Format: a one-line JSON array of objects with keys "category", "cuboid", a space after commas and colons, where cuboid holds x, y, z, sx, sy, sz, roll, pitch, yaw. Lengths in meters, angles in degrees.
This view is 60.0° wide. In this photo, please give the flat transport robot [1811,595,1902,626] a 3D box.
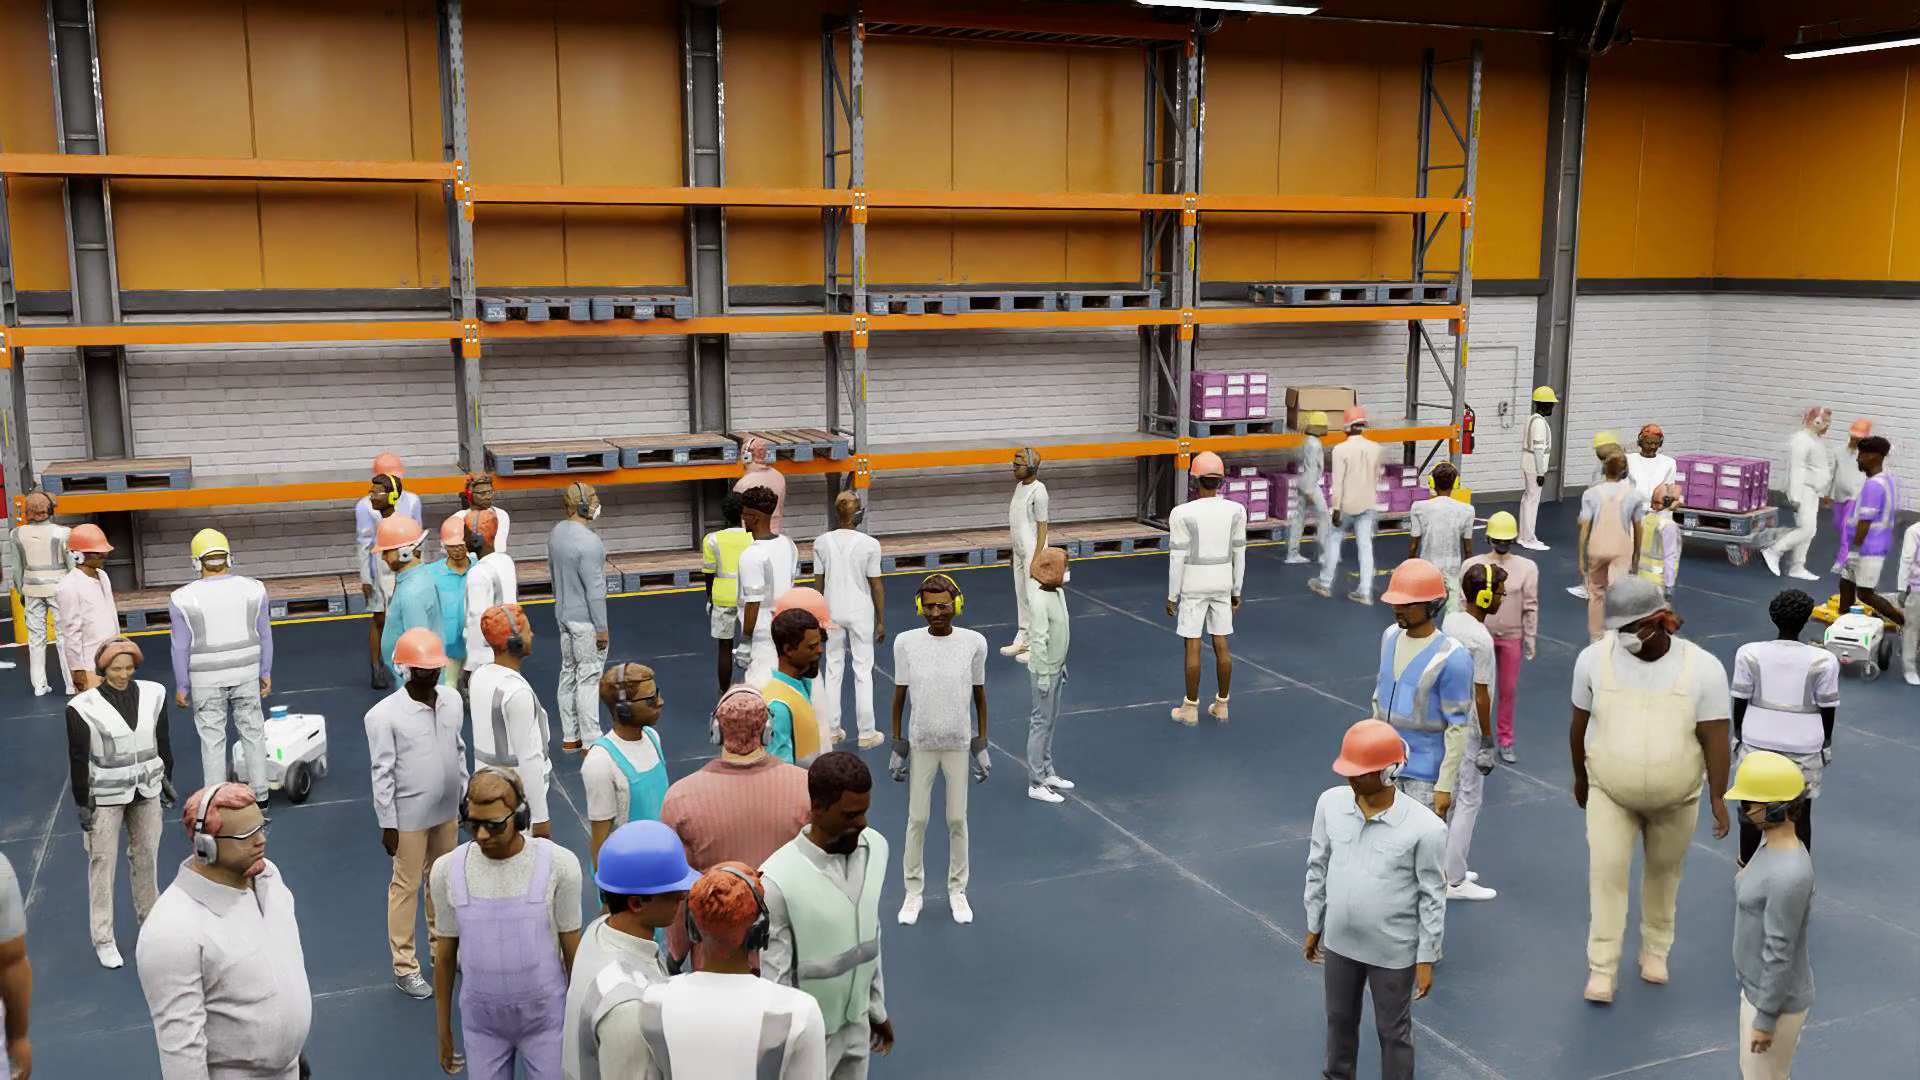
[{"category": "flat transport robot", "cuboid": [8.865, 0.662, 15.692, 1.431, 0.197, 0.652, -1, 10, -5]}]

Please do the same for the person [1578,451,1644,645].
[{"category": "person", "cuboid": [5.594, 0.141, 14.335, 0.506, 1.812, 0.957, 4, 11, 23]}]

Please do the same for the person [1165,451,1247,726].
[{"category": "person", "cuboid": [1.808, 0.360, 12.332, 0.612, 2.043, 0.374, -3, 10, -17]}]

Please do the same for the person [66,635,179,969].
[{"category": "person", "cuboid": [-4.137, 1.271, 8.247, 0.316, 1.639, 0.514, 7, 12, 33]}]

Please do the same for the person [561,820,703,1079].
[{"category": "person", "cuboid": [-0.918, 1.731, 4.742, 0.414, 1.941, 0.606, -3, 10, -17]}]

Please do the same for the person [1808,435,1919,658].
[{"category": "person", "cuboid": [7.940, 0.056, 14.410, 0.847, 1.938, 0.616, 6, 11, 29]}]

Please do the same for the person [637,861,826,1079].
[{"category": "person", "cuboid": [-0.610, 1.792, 4.541, 0.572, 1.883, 0.354, 2, 10, 11]}]

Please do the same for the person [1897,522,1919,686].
[{"category": "person", "cuboid": [7.750, 0.418, 13.222, 0.554, 1.599, 0.749, 1, 10, 4]}]

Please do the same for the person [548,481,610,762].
[{"category": "person", "cuboid": [-2.603, 0.558, 11.495, 0.373, 1.940, 0.630, -8, 13, -39]}]

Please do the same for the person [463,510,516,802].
[{"category": "person", "cuboid": [-2.995, 0.738, 10.637, 0.353, 1.880, 0.569, 1, 10, 4]}]

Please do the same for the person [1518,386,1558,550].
[{"category": "person", "cuboid": [6.821, -0.853, 19.654, 0.381, 1.928, 0.587, 2, 10, 11]}]

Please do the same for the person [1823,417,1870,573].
[{"category": "person", "cuboid": [9.845, -0.513, 18.299, 0.744, 1.718, 0.563, -6, 11, -30]}]

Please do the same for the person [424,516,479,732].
[{"category": "person", "cuboid": [-3.353, 0.704, 11.183, 0.563, 1.752, 0.325, -4, 11, -23]}]

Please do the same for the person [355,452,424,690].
[{"category": "person", "cuboid": [-4.546, 0.244, 13.354, 0.414, 1.929, 0.550, 10, 14, 44]}]

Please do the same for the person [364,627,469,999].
[{"category": "person", "cuboid": [-2.535, 1.271, 7.914, 0.327, 1.752, 0.561, 5, 11, 28]}]

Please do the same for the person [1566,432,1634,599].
[{"category": "person", "cuboid": [6.525, -0.241, 16.839, 0.886, 1.677, 0.491, -2, 10, -10]}]

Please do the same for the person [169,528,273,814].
[{"category": "person", "cuboid": [-4.536, 0.832, 10.242, 0.586, 1.825, 0.403, -8, 13, -38]}]

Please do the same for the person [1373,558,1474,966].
[{"category": "person", "cuboid": [2.193, 1.092, 8.119, 0.388, 2.042, 0.605, -5, 11, -25]}]

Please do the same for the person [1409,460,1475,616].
[{"category": "person", "cuboid": [3.812, 0.299, 13.228, 0.510, 1.860, 0.318, 2, 10, 12]}]

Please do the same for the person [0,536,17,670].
[{"category": "person", "cuboid": [-8.272, 0.170, 13.892, 0.661, 1.899, 0.391, 3, 10, 19]}]

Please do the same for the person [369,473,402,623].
[{"category": "person", "cuboid": [-4.253, 0.428, 12.428, 0.329, 1.875, 0.508, -4, 11, -23]}]

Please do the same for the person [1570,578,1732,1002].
[{"category": "person", "cuboid": [3.207, 1.153, 7.768, 0.705, 2.000, 0.808, 4, 11, 21]}]

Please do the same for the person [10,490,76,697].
[{"category": "person", "cuboid": [-7.167, 0.431, 13.086, 0.514, 1.641, 0.309, 0, 10, -3]}]

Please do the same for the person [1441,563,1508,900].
[{"category": "person", "cuboid": [2.753, 1.034, 9.007, 0.333, 1.857, 0.528, -1, 10, -8]}]

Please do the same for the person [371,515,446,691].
[{"category": "person", "cuboid": [-3.212, 0.832, 9.772, 0.385, 1.989, 0.611, -3, 10, -15]}]

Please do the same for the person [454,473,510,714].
[{"category": "person", "cuboid": [-3.645, 0.399, 12.676, 0.376, 1.844, 0.573, 6, 11, 30]}]

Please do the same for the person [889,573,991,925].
[{"category": "person", "cuboid": [-0.103, 1.083, 8.668, 0.530, 1.869, 0.311, 0, 10, -2]}]

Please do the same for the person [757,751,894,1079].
[{"category": "person", "cuboid": [-0.448, 1.613, 5.505, 0.398, 1.908, 0.590, 7, 12, 34]}]

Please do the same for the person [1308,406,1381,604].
[{"category": "person", "cuboid": [3.897, -0.375, 16.783, 0.639, 1.958, 0.874, -4, 11, -23]}]

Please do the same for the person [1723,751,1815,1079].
[{"category": "person", "cuboid": [2.858, 1.615, 5.943, 0.339, 1.755, 0.531, 4, 11, 21]}]

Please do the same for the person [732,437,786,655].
[{"category": "person", "cuboid": [-1.784, 0.055, 14.485, 0.409, 1.909, 0.641, 5, 11, 25]}]

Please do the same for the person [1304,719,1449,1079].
[{"category": "person", "cuboid": [1.571, 1.535, 6.413, 0.573, 1.743, 0.334, 9, 13, 41]}]

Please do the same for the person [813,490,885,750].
[{"category": "person", "cuboid": [-0.777, 0.564, 11.723, 0.516, 1.844, 0.332, 3, 10, 16]}]

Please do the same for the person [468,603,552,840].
[{"category": "person", "cuboid": [-2.085, 1.224, 7.813, 0.355, 1.885, 0.575, -8, 13, -39]}]

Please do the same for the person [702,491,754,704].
[{"category": "person", "cuboid": [-1.691, 0.470, 12.688, 0.533, 1.700, 0.319, 0, 10, -1]}]

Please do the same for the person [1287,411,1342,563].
[{"category": "person", "cuboid": [4.020, -0.578, 18.648, 0.726, 1.714, 0.516, 0, 10, 0]}]

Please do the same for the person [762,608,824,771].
[{"category": "person", "cuboid": [-0.794, 1.247, 7.582, 0.371, 1.916, 0.597, 0, 10, -1]}]

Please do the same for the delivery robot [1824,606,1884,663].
[{"category": "delivery robot", "cuboid": [7.453, 0.792, 13.859, 0.477, 0.478, 0.707, 8, 12, 37]}]

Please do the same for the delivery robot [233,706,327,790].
[{"category": "delivery robot", "cuboid": [-4.409, 1.324, 10.794, 0.477, 0.478, 0.707, 1, 10, 2]}]

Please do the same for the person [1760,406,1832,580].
[{"category": "person", "cuboid": [8.972, -0.494, 17.737, 0.517, 1.879, 0.688, 8, 12, 37]}]

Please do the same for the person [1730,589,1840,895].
[{"category": "person", "cuboid": [4.465, 1.104, 9.040, 0.530, 1.697, 0.322, 6, 12, 32]}]

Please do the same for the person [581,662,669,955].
[{"category": "person", "cuboid": [-1.344, 1.407, 6.867, 0.333, 1.845, 0.515, 3, 10, 16]}]

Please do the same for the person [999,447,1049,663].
[{"category": "person", "cuboid": [0.571, 0.124, 14.264, 0.345, 1.846, 0.508, -4, 11, -24]}]

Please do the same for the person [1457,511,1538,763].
[{"category": "person", "cuboid": [3.673, 0.668, 11.382, 0.527, 1.757, 0.345, 1, 10, 4]}]

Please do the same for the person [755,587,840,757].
[{"category": "person", "cuboid": [-0.712, 1.201, 7.676, 0.469, 1.987, 0.618, 2, 10, 13]}]

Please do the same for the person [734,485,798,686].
[{"category": "person", "cuboid": [-1.309, 0.616, 11.119, 0.367, 1.952, 0.604, 4, 11, 21]}]

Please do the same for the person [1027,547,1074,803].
[{"category": "person", "cuboid": [0.582, 0.849, 10.688, 0.282, 1.635, 0.500, 3, 10, 17]}]

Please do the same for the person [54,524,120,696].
[{"category": "person", "cuboid": [-5.645, 0.757, 10.874, 0.339, 1.749, 0.573, -1, 10, -5]}]

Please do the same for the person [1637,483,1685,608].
[{"category": "person", "cuboid": [5.691, 0.347, 13.569, 0.315, 1.640, 0.515, 0, 10, 1]}]

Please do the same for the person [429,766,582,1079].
[{"category": "person", "cuboid": [-1.510, 1.635, 5.604, 0.518, 1.835, 0.357, 0, 10, -2]}]

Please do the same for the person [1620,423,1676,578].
[{"category": "person", "cuboid": [6.509, -0.174, 15.859, 0.573, 1.887, 0.355, 1, 10, 4]}]

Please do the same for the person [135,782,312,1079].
[{"category": "person", "cuboid": [-2.215, 1.672, 5.166, 0.408, 1.908, 0.644, 1, 10, 4]}]

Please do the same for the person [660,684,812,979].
[{"category": "person", "cuboid": [-0.799, 1.479, 6.277, 0.638, 1.910, 0.407, -2, 10, -13]}]
